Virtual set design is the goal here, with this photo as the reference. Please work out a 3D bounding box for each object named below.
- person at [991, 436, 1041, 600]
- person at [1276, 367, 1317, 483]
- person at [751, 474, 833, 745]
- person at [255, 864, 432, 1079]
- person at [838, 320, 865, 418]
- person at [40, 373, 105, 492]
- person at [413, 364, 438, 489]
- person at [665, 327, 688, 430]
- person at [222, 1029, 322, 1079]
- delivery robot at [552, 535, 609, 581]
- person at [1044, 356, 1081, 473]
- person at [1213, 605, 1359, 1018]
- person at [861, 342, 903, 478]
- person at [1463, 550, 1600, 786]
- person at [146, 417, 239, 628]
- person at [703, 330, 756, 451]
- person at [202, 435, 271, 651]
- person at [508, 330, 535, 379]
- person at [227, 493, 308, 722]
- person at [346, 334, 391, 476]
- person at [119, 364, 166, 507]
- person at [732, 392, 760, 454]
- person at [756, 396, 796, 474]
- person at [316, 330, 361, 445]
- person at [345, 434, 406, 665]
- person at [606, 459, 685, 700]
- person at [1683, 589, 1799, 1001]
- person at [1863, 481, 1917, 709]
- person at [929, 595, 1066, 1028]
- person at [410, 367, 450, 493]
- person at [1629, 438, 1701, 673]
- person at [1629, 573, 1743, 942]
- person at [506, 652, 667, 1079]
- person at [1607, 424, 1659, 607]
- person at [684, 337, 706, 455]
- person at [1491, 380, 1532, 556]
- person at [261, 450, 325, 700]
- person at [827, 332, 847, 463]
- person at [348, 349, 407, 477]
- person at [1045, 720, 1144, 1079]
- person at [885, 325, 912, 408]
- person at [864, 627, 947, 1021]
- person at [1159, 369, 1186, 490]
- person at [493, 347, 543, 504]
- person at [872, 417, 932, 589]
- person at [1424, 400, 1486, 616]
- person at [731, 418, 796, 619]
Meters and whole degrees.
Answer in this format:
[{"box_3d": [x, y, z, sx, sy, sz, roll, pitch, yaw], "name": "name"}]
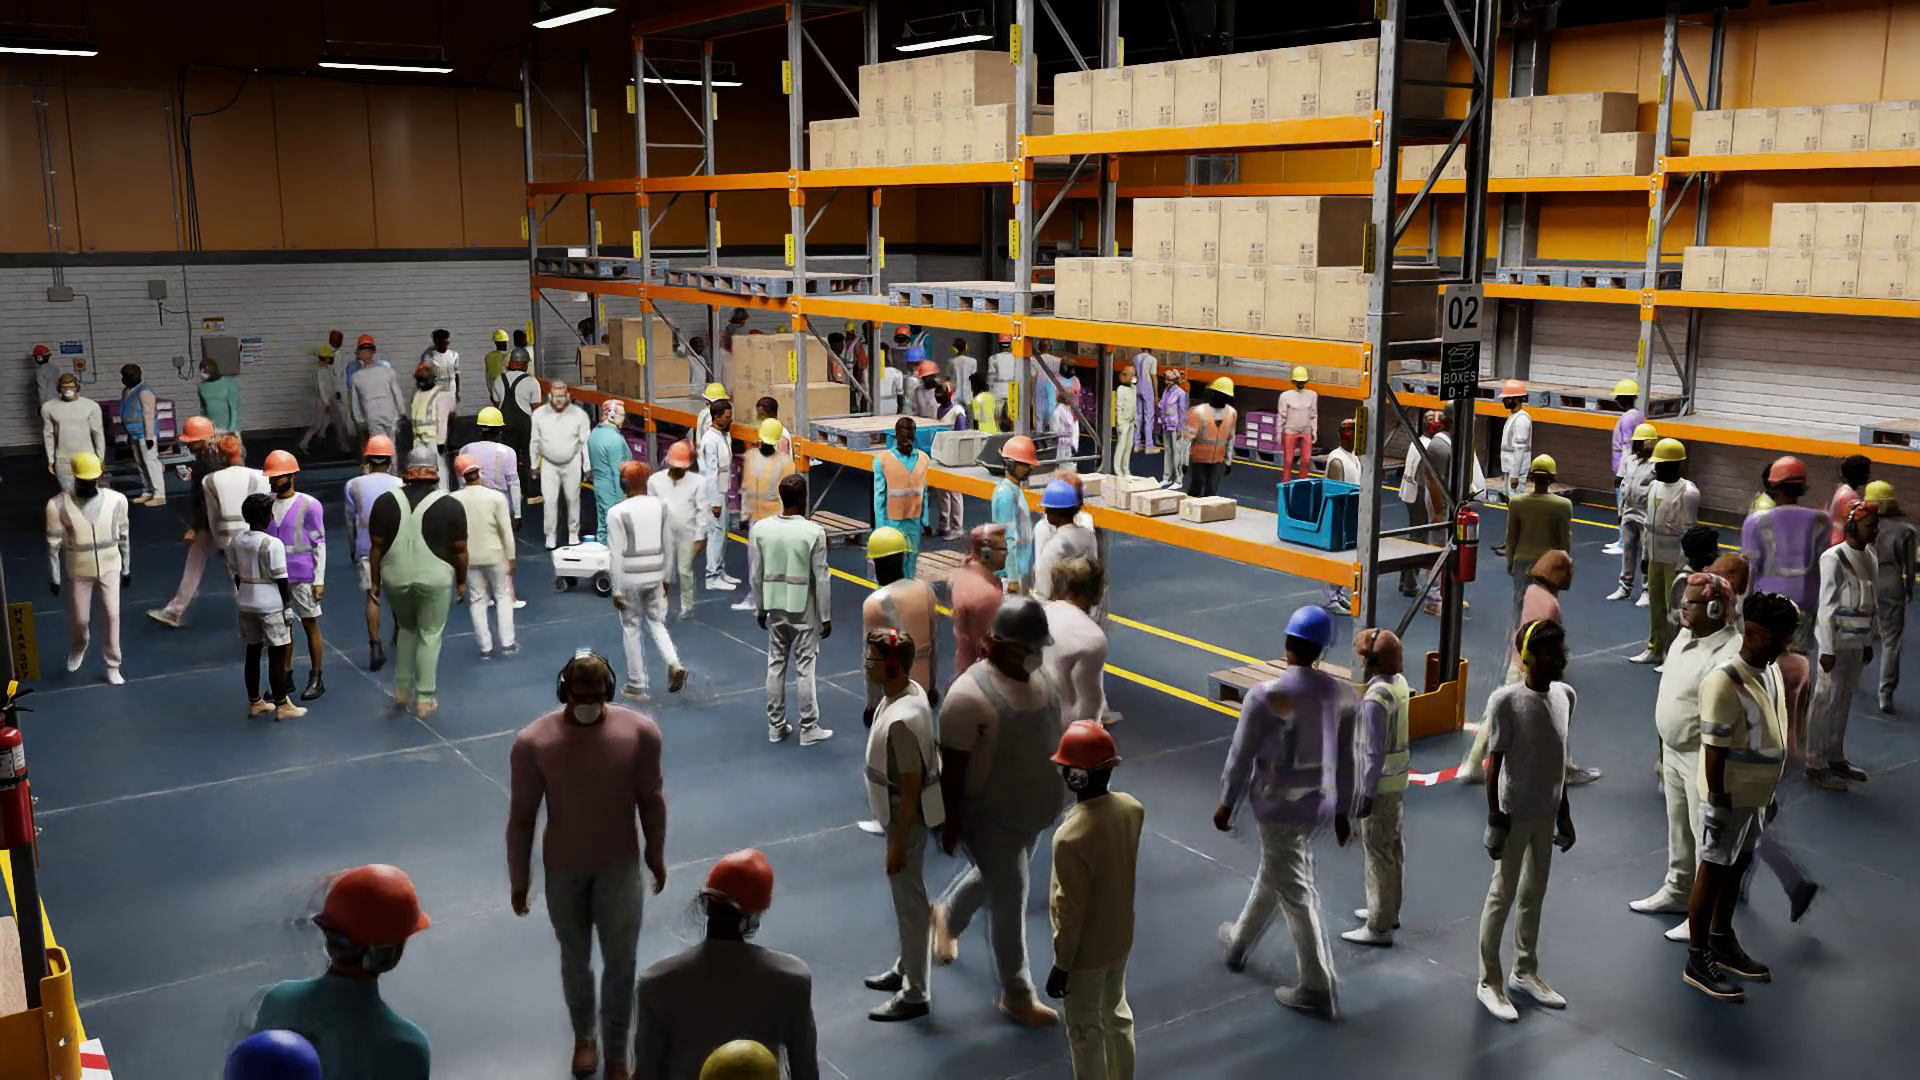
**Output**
[{"box_3d": [0.421, 0.212, 12.785, 0.392, 2.034, 0.605, 0, 11, 1], "name": "person"}, {"box_3d": [4.396, -1.390, 21.713, 0.540, 1.754, 0.369, -2, 11, -10], "name": "person"}, {"box_3d": [-1.177, 0.490, 11.659, 0.598, 1.917, 0.375, 5, 12, 24], "name": "person"}, {"box_3d": [-1.740, 1.870, 4.552, 0.649, 1.956, 0.879, 5, 12, 24], "name": "person"}, {"box_3d": [-1.964, -3.061, 30.090, 0.590, 1.824, 0.403, 6, 13, 28], "name": "person"}, {"box_3d": [-10.068, -0.933, 18.920, 0.623, 1.934, 0.369, -4, 12, -19], "name": "person"}, {"box_3d": [-7.111, -1.492, 22.261, 0.588, 1.745, 0.359, 6, 13, 29], "name": "person"}, {"box_3d": [-4.977, -2.787, 28.730, 0.588, 1.793, 0.583, -2, 11, -11], "name": "person"}, {"box_3d": [-1.556, 2.007, 3.930, 0.603, 1.913, 0.974, -7, 13, -32], "name": "person"}, {"box_3d": [-3.645, 0.199, 16.407, 0.707, 0.478, 0.477, 2, 11, 11], "name": "delivery robot"}, {"box_3d": [1.375, -1.653, 22.960, 0.614, 1.799, 0.895, -7, 13, -33], "name": "person"}, {"box_3d": [1.530, 1.242, 7.896, 0.593, 1.880, 0.898, -7, 13, -33], "name": "person"}, {"box_3d": [-1.111, -1.796, 23.285, 0.656, 1.949, 0.521, -4, 12, -19], "name": "person"}, {"box_3d": [3.702, 0.830, 10.772, 0.876, 1.585, 0.536, -1, 11, -3], "name": "person"}, {"box_3d": [-6.734, -0.146, 14.875, 1.034, 1.926, 0.611, -9, 14, -39], "name": "person"}, {"box_3d": [-3.638, -2.355, 26.242, 1.032, 1.928, 0.648, 3, 11, 13], "name": "person"}, {"box_3d": [-6.095, 0.028, 14.172, 0.594, 1.855, 0.488, -2, 11, -9], "name": "person"}, {"box_3d": [-7.063, -2.463, 26.942, 0.593, 1.870, 1.009, -10, 15, -41], "name": "person"}, {"box_3d": [-5.105, 0.494, 12.213, 0.532, 1.695, 0.319, 5, 12, 24], "name": "person"}, {"box_3d": [-8.347, -1.896, 23.585, 0.613, 2.035, 0.408, -3, 11, -16], "name": "person"}, {"box_3d": [-10.488, -1.342, 21.287, 0.644, 1.832, 0.431, 10, 15, 40], "name": "person"}, {"box_3d": [-2.960, -1.936, 23.900, 0.645, 1.983, 0.429, -4, 12, -18], "name": "person"}, {"box_3d": [-1.852, -0.497, 16.742, 0.401, 1.908, 0.603, -5, 12, -24], "name": "person"}, {"box_3d": [-10.133, -2.490, 27.119, 0.634, 1.830, 0.941, 9, 14, 38], "name": "person"}, {"box_3d": [-4.834, 0.073, 13.898, 0.551, 1.893, 0.982, -3, 12, -17], "name": "person"}, {"box_3d": [-2.395, 0.320, 12.643, 0.582, 1.870, 0.552, -10, 15, -42], "name": "person"}, {"box_3d": [3.736, 1.196, 7.944, 0.602, 1.958, 0.381, -10, 15, -41], "name": "person"}, {"box_3d": [7.035, 0.395, 12.733, 0.527, 1.679, 0.951, 3, 12, 16], "name": "person"}, {"box_3d": [0.140, 1.171, 7.862, 0.936, 2.000, 0.690, 10, 15, 42], "name": "person"}, {"box_3d": [-6.699, -1.240, 20.778, 0.694, 1.814, 0.689, 8, 14, 37], "name": "person"}, {"box_3d": [5.740, 0.125, 13.542, 0.401, 1.918, 0.584, -2, 11, -12], "name": "person"}, {"box_3d": [3.769, 1.105, 8.541, 0.400, 1.910, 0.643, 0, 11, -2], "name": "person"}, {"box_3d": [-1.560, 1.408, 6.982, 0.665, 1.907, 0.751, -2, 11, -11], "name": "person"}, {"box_3d": [6.478, -0.242, 15.853, 0.297, 1.744, 0.487, -7, 13, -31], "name": "person"}, {"box_3d": [-4.100, -2.233, 25.811, 0.337, 1.838, 0.507, 6, 13, 29], "name": "person"}, {"box_3d": [6.026, -0.786, 18.171, 0.388, 1.929, 0.546, 2, 11, 9], "name": "person"}, {"box_3d": [-5.124, 0.271, 12.724, 0.542, 1.939, 0.368, 2, 11, 10], "name": "person"}, {"box_3d": [-1.883, -2.151, 25.052, 0.361, 1.963, 0.613, -6, 12, -27], "name": "person"}, {"box_3d": [-8.129, -1.735, 23.199, 0.723, 1.857, 0.746, -6, 12, -27], "name": "person"}, {"box_3d": [0.500, 1.565, 6.580, 0.342, 1.749, 0.569, 7, 13, 34], "name": "person"}, {"box_3d": [-0.879, -2.271, 25.510, 0.603, 2.034, 0.416, 1, 11, 6], "name": "person"}, {"box_3d": [-0.257, 1.301, 7.690, 0.393, 1.846, 0.564, -1, 11, -3], "name": "person"}, {"box_3d": [2.886, -1.506, 22.593, 0.309, 1.640, 0.511, -5, 12, -25], "name": "person"}, {"box_3d": [-5.646, -1.492, 21.487, 0.684, 2.000, 0.536, 4, 12, 19], "name": "person"}, {"box_3d": [-0.524, -0.166, 15.029, 0.587, 1.913, 0.391, -8, 14, -37], "name": "person"}, {"box_3d": [4.608, -0.316, 15.468, 0.538, 2.000, 0.689, 8, 14, 36], "name": "person"}, {"box_3d": [-1.832, -0.210, 15.380, 0.804, 1.878, 0.375, 10, 15, 40], "name": "person"}]
